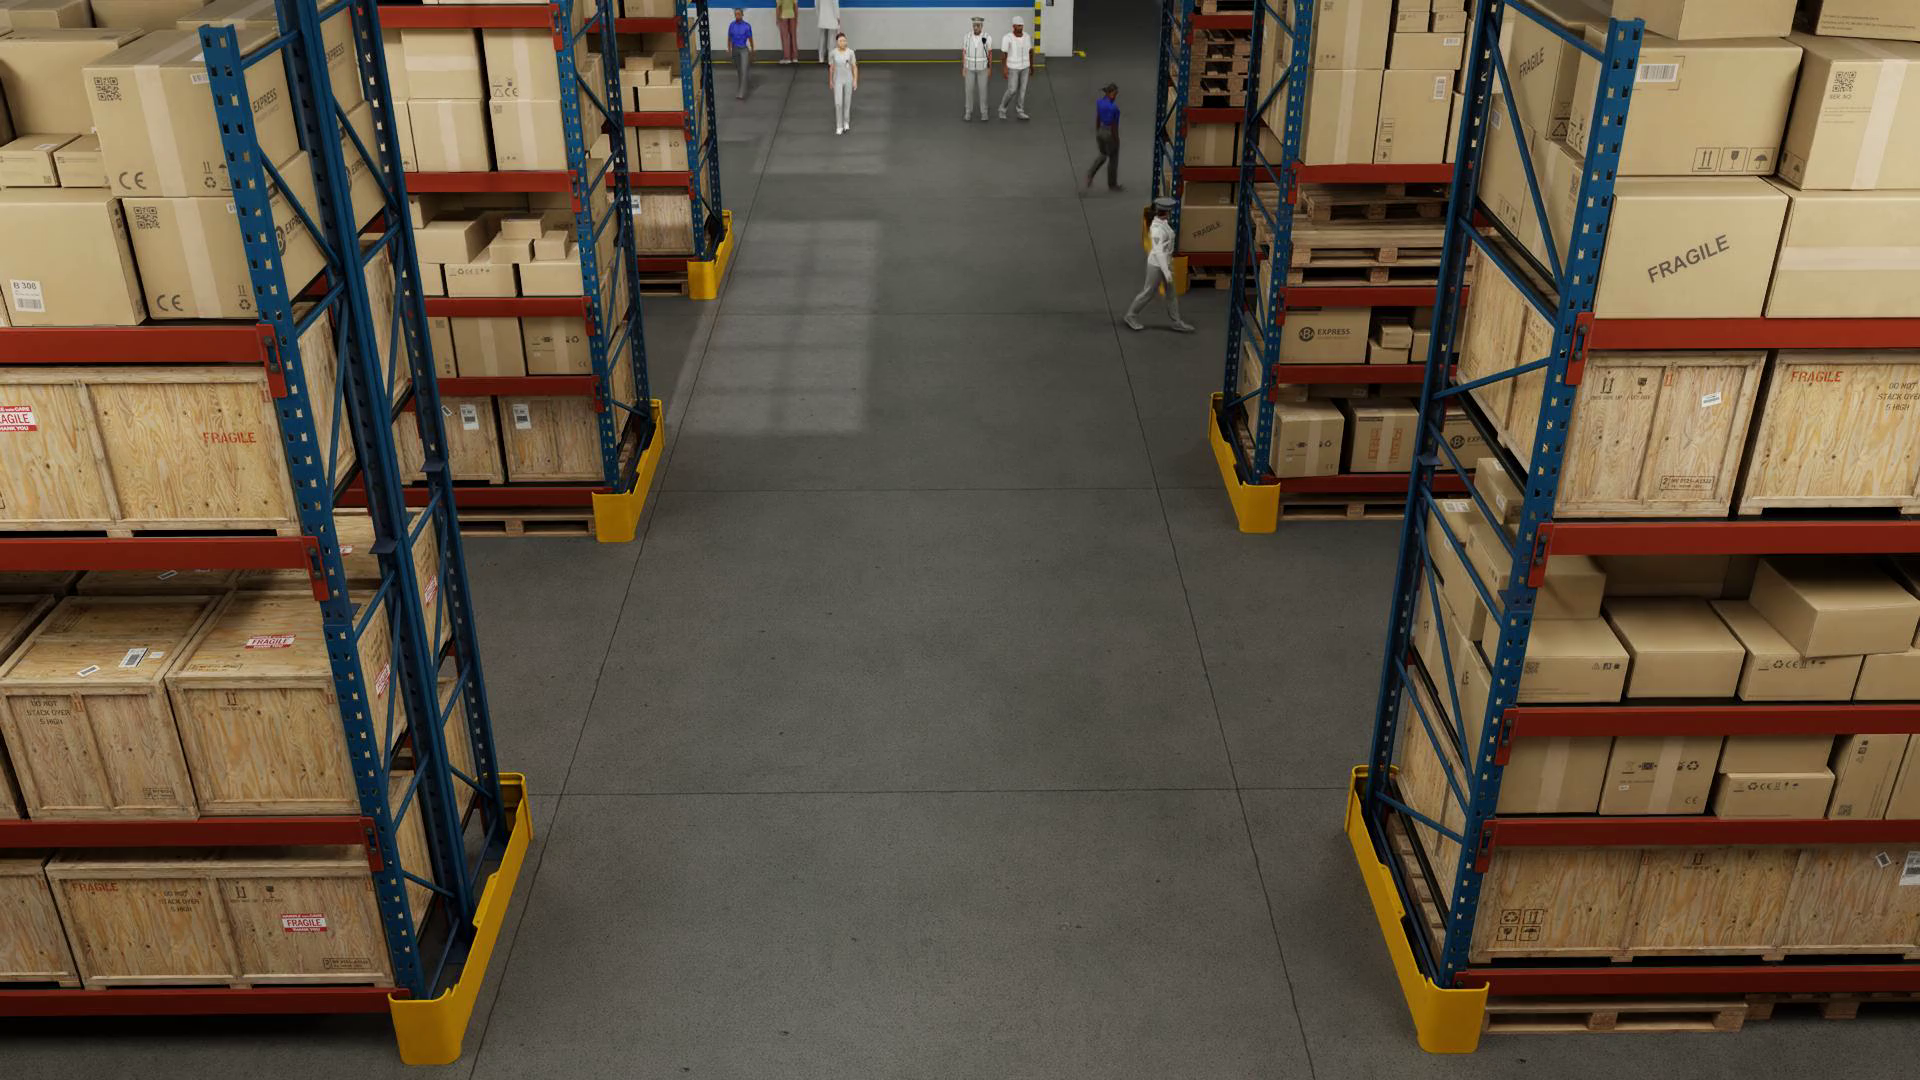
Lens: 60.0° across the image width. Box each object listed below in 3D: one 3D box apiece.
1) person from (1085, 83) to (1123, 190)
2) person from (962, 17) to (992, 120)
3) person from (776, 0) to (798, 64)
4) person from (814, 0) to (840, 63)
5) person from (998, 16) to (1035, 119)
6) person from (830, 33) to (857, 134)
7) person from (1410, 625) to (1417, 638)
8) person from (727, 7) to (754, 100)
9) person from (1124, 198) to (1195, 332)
[{"bbox_3d":[2.247,-6.176,25.498,0.654,1.652,0.479,-19,34,-31],"label":"person"},{"bbox_3d":[0.298,-8.359,29.448,0.525,1.770,0.423,3,28,5],"label":"person"},{"bbox_3d":[-3.468,-10.430,33.402,0.463,1.690,0.380,-12,30,-21],"label":"person"},{"bbox_3d":[-2.640,-10.503,33.381,0.588,1.781,0.395,15,32,26],"label":"person"},{"bbox_3d":[1.041,-8.360,29.494,0.601,1.803,0.526,-15,32,-26],"label":"person"},{"bbox_3d":[-1.985,-7.844,28.564,0.463,1.652,0.756,-4,29,-8],"label":"person"},{"bbox_3d":[4.103,0.232,13.505,0.743,1.707,0.584,5,29,9],"label":"person"},{"bbox_3d":[-4.098,-9.033,30.841,0.448,1.609,0.931,9,30,16],"label":"person"},{"bbox_3d":[2.451,-3.328,20.195,0.871,1.639,0.505,11,30,20],"label":"person"}]
